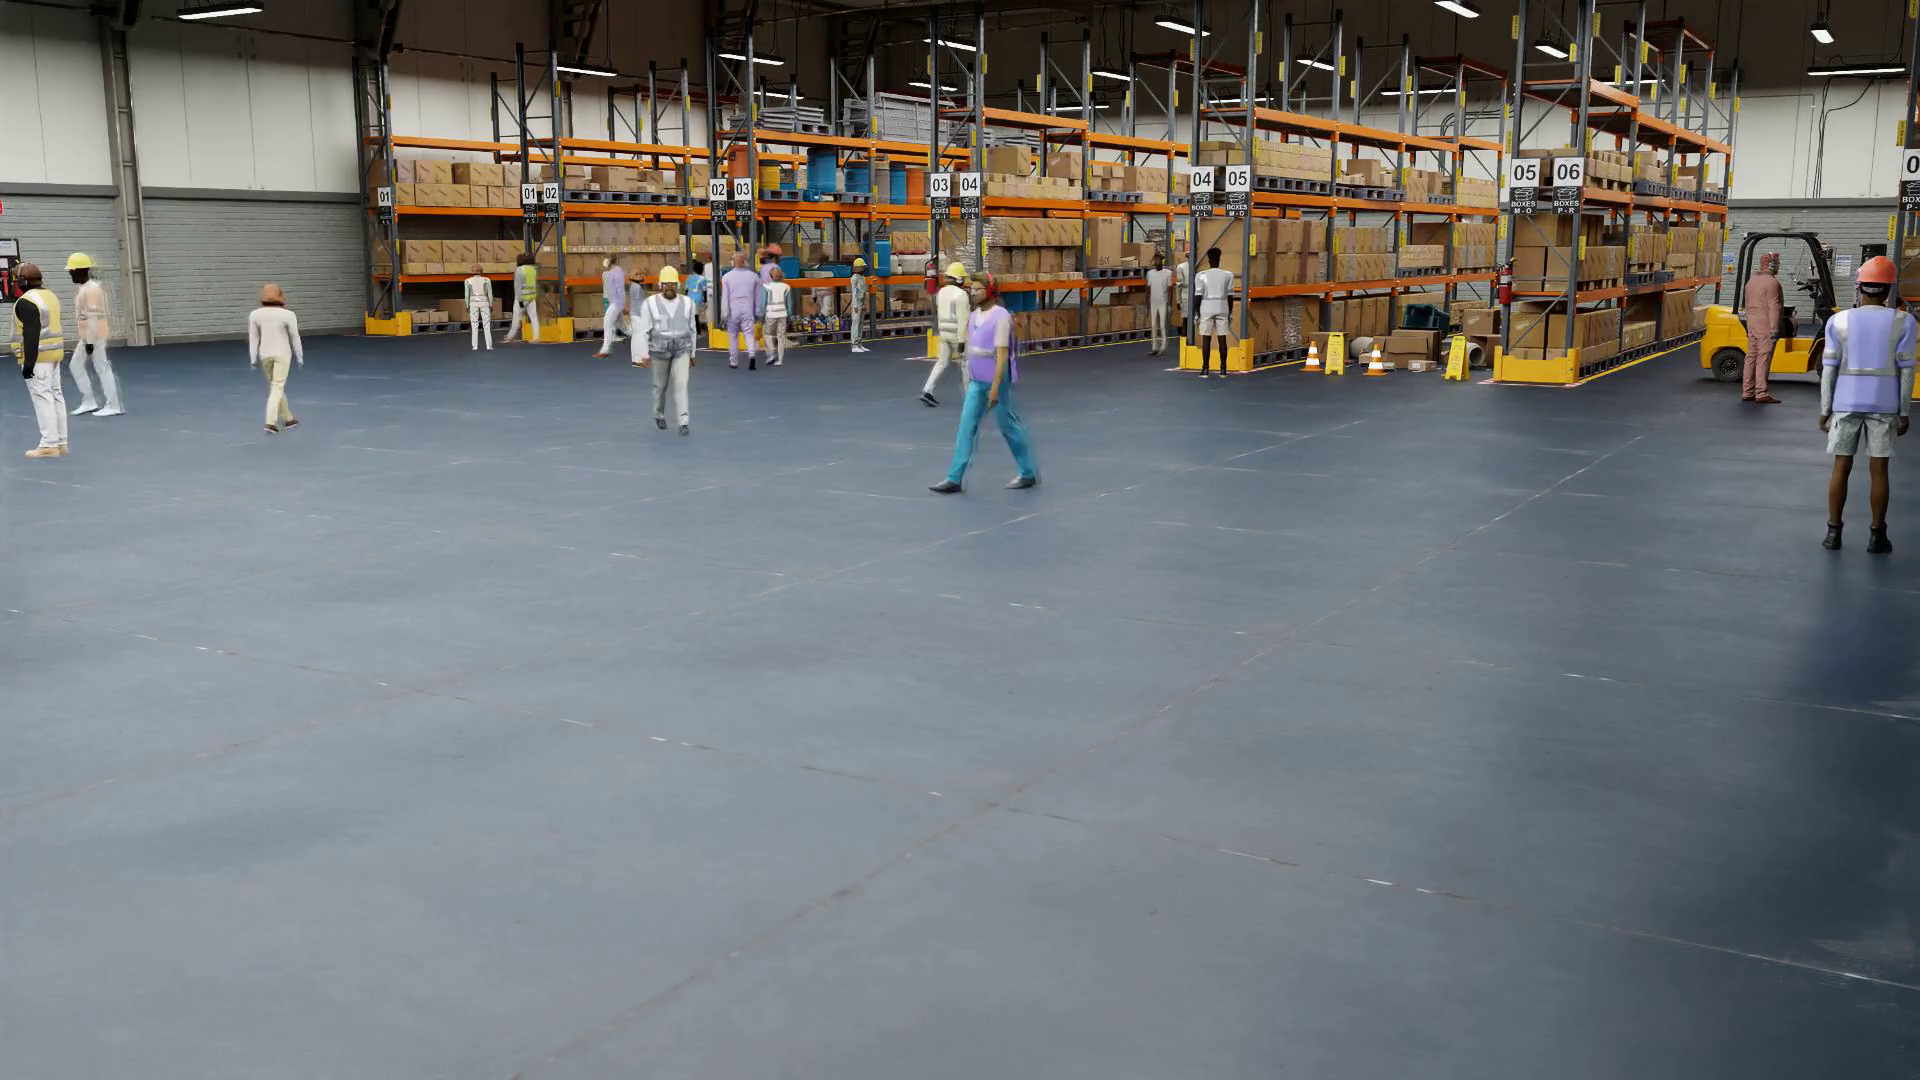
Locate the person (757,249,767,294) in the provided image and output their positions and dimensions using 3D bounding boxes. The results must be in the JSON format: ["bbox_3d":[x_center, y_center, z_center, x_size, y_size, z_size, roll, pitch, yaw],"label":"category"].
[{"bbox_3d":[-4.379,-5.465,36.738,0.544,1.889,0.894,2,10,13],"label":"person"}]

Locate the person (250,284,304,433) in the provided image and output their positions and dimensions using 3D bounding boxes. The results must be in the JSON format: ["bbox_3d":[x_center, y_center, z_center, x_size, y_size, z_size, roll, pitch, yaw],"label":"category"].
[{"bbox_3d":[-7.364,-1.962,17.932,0.514,1.583,0.881,1,10,4],"label":"person"}]

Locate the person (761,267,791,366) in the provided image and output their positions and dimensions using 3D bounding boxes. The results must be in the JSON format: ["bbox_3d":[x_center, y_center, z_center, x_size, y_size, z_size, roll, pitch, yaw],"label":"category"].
[{"bbox_3d":[-3.059,-3.694,27.529,0.549,1.620,0.475,-5,11,-26],"label":"person"}]

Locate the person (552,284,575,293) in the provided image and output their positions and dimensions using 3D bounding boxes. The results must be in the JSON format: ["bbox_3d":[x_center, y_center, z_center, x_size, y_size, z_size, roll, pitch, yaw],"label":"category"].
[{"bbox_3d":[-8.714,-5.357,36.346,0.518,1.818,0.838,5,11,28],"label":"person"}]

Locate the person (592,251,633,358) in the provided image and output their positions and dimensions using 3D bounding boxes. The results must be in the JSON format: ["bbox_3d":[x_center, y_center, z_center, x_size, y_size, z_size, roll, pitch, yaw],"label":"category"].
[{"bbox_3d":[-6.029,-4.164,29.454,0.987,1.897,0.631,-4,11,-22],"label":"person"}]

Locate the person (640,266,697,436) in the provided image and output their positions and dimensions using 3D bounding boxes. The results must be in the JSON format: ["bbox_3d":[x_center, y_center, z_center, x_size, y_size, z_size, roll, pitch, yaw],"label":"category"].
[{"bbox_3d":[-3.123,-2.038,17.814,0.608,1.796,0.913,-3,11,-19],"label":"person"}]

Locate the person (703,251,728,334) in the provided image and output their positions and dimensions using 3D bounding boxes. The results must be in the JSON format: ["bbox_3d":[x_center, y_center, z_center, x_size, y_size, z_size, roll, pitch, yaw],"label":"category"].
[{"bbox_3d":[-5.452,-5.522,37.103,0.580,1.861,0.652,6,12,28],"label":"person"}]

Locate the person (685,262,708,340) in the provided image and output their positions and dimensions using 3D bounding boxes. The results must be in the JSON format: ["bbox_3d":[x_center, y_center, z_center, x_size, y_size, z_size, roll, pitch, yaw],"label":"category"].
[{"bbox_3d":[-5.524,-4.965,34.601,0.537,1.649,0.839,7,12,35],"label":"person"}]

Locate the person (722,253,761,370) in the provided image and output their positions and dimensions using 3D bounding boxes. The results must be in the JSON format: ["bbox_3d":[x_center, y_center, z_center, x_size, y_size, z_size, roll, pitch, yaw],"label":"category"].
[{"bbox_3d":[-3.505,-3.670,26.724,0.641,1.881,0.879,-4,11,-21],"label":"person"}]

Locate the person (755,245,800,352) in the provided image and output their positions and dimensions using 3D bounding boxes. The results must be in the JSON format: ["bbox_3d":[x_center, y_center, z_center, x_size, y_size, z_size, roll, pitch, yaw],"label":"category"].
[{"bbox_3d":[-3.491,-4.527,31.221,1.071,1.986,0.635,-6,12,-30],"label":"person"}]

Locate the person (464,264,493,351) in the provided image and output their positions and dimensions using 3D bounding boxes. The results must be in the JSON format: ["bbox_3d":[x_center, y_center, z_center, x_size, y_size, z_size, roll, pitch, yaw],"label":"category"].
[{"bbox_3d":[-9.082,-4.393,31.420,0.514,1.640,0.310,-2,10,-13],"label":"person"}]

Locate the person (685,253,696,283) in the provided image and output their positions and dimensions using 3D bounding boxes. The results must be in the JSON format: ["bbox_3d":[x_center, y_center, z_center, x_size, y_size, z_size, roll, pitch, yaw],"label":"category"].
[{"bbox_3d":[-6.753,-6.393,42.267,0.525,1.769,0.308,6,12,31],"label":"person"}]

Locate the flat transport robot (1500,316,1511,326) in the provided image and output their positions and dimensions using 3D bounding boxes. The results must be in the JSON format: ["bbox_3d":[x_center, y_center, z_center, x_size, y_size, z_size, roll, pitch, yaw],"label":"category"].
[{"bbox_3d":[13.574,-5.360,40.667,0.652,0.197,1.431,1,10,3],"label":"flat transport robot"}]

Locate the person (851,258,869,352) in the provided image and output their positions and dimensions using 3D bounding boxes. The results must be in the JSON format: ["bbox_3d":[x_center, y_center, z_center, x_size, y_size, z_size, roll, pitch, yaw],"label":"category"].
[{"bbox_3d":[-1.873,-4.380,31.051,0.285,1.746,0.492,3,11,17],"label":"person"}]

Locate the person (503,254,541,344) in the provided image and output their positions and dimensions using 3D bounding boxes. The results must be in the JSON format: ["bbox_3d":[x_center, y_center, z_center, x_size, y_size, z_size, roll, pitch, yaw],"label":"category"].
[{"bbox_3d":[-8.878,-4.874,33.645,0.947,1.800,0.633,6,12,32],"label":"person"}]

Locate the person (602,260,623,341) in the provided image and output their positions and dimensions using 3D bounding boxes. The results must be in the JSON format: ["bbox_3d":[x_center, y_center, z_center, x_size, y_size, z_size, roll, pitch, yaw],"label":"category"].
[{"bbox_3d":[-7.195,-4.993,34.453,0.518,1.756,0.344,8,13,37],"label":"person"}]

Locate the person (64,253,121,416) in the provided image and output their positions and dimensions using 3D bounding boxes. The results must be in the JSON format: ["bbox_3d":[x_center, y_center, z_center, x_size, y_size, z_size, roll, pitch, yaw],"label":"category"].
[{"bbox_3d":[-10.197,-2.382,19.394,0.675,1.902,0.607,-7,12,-35],"label":"person"}]

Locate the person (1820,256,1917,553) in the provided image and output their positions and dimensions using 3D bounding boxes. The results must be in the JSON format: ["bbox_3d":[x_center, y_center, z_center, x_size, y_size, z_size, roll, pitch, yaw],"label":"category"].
[{"bbox_3d":[5.947,-0.884,10.924,0.542,1.939,0.364,7,12,33],"label":"person"}]

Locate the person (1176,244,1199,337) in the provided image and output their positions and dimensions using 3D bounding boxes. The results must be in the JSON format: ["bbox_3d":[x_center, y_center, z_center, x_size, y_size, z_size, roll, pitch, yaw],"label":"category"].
[{"bbox_3d":[4.232,-4.395,30.333,0.605,2.037,0.404,3,11,16],"label":"person"}]

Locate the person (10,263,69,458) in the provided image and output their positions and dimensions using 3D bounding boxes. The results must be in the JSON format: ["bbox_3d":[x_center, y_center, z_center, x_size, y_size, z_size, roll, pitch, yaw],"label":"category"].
[{"bbox_3d":[-8.751,-1.702,15.788,0.429,1.839,0.627,-1,10,-7],"label":"person"}]

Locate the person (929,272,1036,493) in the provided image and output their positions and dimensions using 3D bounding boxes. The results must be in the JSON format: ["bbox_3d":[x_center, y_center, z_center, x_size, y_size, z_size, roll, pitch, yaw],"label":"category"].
[{"bbox_3d":[0.236,-1.274,13.526,0.964,1.794,0.584,-6,12,-30],"label":"person"}]

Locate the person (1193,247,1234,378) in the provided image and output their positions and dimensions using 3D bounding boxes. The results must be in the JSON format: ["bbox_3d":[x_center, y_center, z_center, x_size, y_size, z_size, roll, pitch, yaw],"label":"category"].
[{"bbox_3d":[3.824,-3.419,25.060,0.601,1.961,0.372,0,10,-1],"label":"person"}]

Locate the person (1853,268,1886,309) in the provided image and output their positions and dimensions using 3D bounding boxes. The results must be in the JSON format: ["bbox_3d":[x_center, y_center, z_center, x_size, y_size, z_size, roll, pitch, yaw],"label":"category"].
[{"bbox_3d":[17.252,-4.547,31.519,0.582,1.918,0.404,5,11,27],"label":"person"}]

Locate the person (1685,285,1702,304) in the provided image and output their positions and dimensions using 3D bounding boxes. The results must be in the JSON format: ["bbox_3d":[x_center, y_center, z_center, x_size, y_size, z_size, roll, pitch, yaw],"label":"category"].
[{"bbox_3d":[17.141,-5.774,38.652,0.957,1.818,0.549,10,14,44],"label":"person"}]

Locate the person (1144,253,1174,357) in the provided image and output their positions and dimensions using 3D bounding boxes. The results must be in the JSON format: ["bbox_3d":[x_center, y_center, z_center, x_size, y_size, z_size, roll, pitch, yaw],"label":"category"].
[{"bbox_3d":[3.530,-4.203,29.828,0.552,1.840,0.638,6,12,30],"label":"person"}]

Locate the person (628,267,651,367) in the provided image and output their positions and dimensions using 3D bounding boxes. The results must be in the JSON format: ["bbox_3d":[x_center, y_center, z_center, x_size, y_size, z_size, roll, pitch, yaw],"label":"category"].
[{"bbox_3d":[-5.281,-3.662,27.336,0.286,1.636,0.498,-4,11,-23],"label":"person"}]

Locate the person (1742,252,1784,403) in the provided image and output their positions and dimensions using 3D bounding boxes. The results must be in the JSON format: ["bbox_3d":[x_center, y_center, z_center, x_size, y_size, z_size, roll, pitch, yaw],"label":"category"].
[{"bbox_3d":[10.252,-2.698,21.178,0.410,1.909,0.643,-1,10,-5],"label":"person"}]

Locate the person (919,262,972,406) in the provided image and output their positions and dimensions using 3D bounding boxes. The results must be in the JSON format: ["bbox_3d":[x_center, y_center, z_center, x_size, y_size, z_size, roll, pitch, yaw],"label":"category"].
[{"bbox_3d":[-0.120,-2.545,20.638,0.902,1.799,0.602,-7,12,-36],"label":"person"}]

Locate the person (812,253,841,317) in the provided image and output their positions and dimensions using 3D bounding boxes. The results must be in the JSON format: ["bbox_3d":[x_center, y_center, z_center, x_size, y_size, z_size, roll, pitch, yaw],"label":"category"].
[{"bbox_3d":[-3.000,-5.447,36.861,0.629,1.812,0.861,5,11,27],"label":"person"}]
